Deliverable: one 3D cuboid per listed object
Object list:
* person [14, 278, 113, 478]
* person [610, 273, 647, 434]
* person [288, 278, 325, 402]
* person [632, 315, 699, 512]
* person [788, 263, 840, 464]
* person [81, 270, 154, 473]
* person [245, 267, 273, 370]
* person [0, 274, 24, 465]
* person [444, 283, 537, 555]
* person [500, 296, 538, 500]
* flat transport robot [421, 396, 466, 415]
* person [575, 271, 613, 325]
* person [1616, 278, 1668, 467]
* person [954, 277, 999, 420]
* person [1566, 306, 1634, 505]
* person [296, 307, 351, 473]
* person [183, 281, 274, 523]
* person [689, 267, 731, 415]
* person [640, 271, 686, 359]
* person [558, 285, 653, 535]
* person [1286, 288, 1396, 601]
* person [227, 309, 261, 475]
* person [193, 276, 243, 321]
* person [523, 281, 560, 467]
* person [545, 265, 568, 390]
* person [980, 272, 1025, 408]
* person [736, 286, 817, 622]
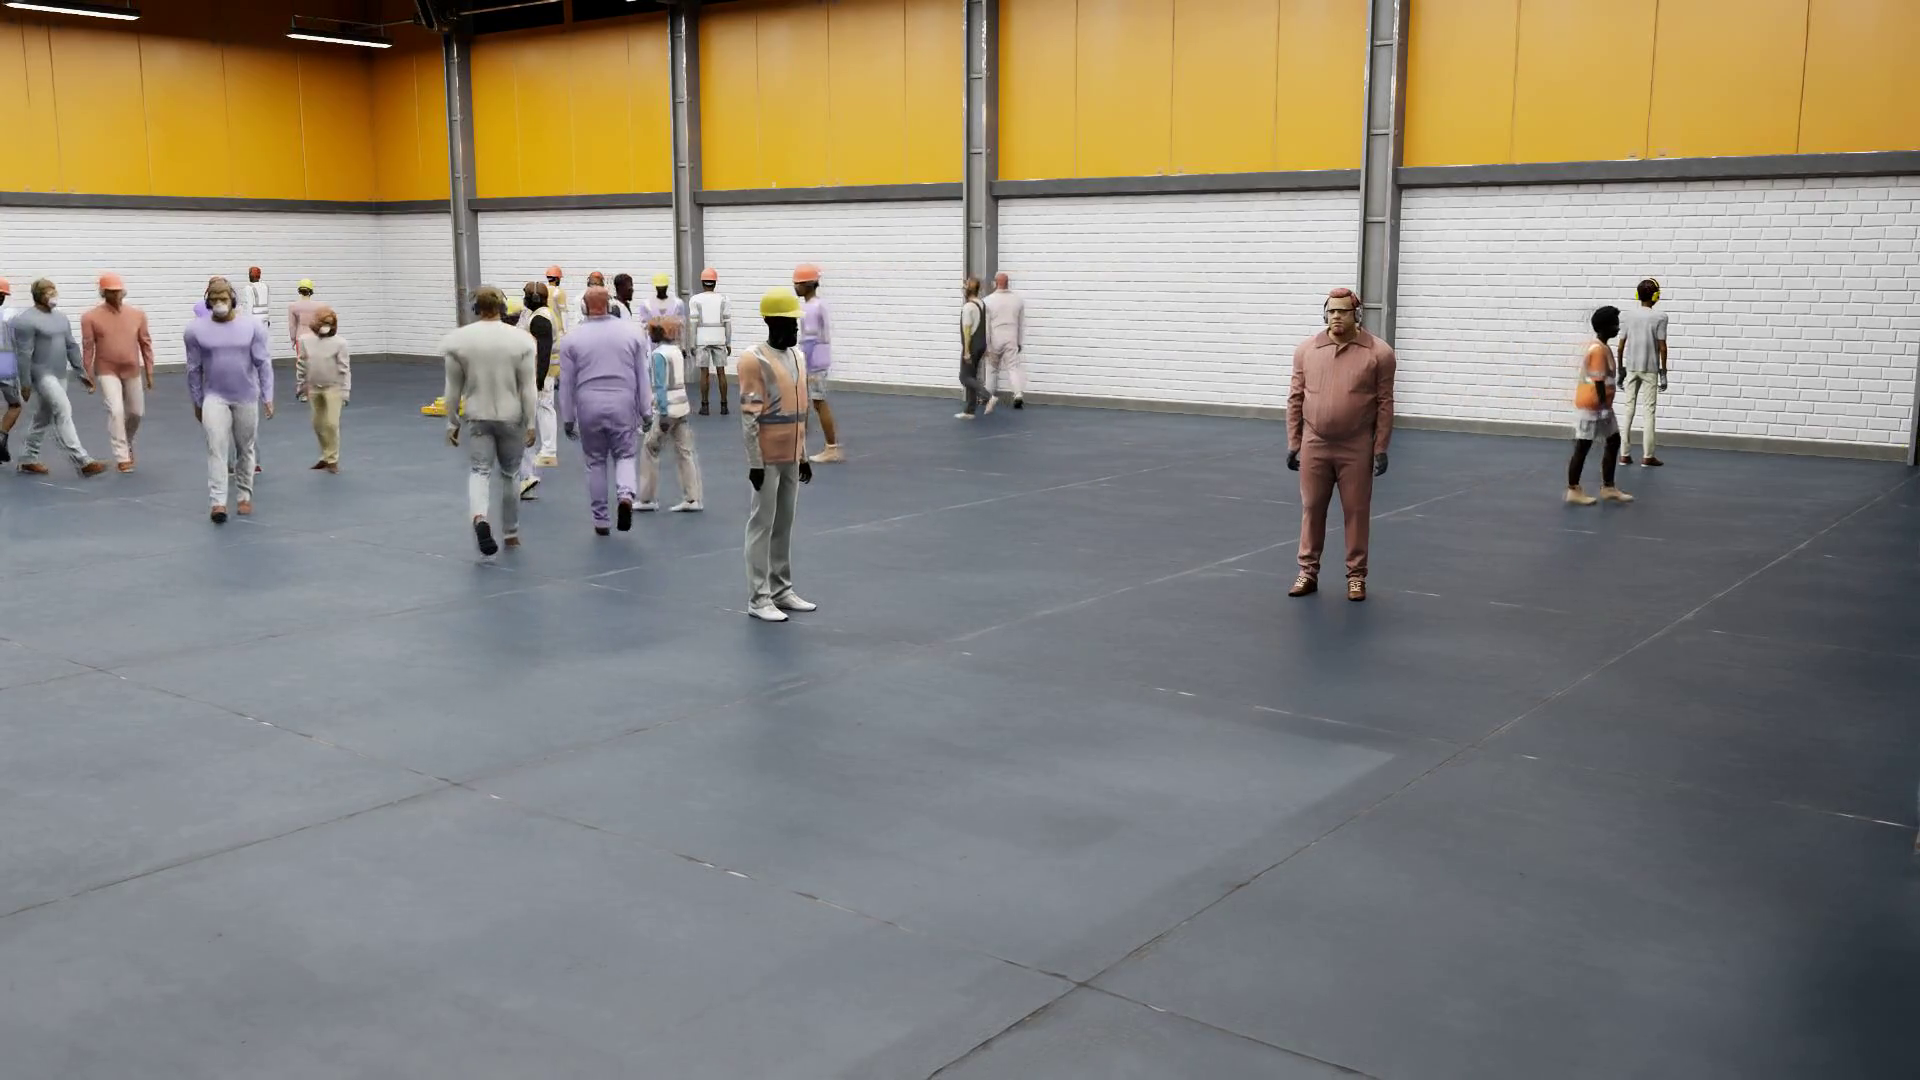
[{"bbox_3d":[-8.570,-1.526,15.747,1.025,1.885,0.633,1,10,4],"label":"person"},{"bbox_3d":[-4.001,-2.159,19.400,0.694,1.901,0.597,0,10,1],"label":"person"},{"bbox_3d":[-9.338,-2.862,23.866,0.525,1.769,0.315,-3,10,-14],"label":"person"},{"bbox_3d":[-2.459,-1.021,13.567,0.712,1.608,0.543,2,10,12],"label":"person"},{"bbox_3d":[-1.576,-1.757,16.698,0.802,2.014,0.651,0,10,0],"label":"person"},{"bbox_3d":[-8.256,-1.659,16.288,0.632,1.965,0.826,-9,13,-42],"label":"person"},{"bbox_3d":[-12.724,-3.999,30.148,0.355,1.883,0.575,3,10,17],"label":"person"},{"bbox_3d":[-9.587,-1.674,16.511,0.639,1.914,0.513,-2,10,-9],"label":"person"},{"bbox_3d":[-3.265,-0.824,11.594,0.637,1.920,0.810,-1,10,-8],"label":"person"},{"bbox_3d":[-3.838,-1.195,14.206,0.369,1.752,0.551,2,10,9],"label":"person"},{"bbox_3d":[-6.367,-1.821,22.149,0.652,0.197,1.431,8,12,37],"label":"flat transport robot"},{"bbox_3d":[-4.893,-2.671,22.404,0.572,1.886,0.354,-4,11,-24],"label":"person"},{"bbox_3d":[6.815,-1.667,16.602,0.330,1.874,0.518,-9,13,-43],"label":"person"},{"bbox_3d":[0.218,-2.419,21.108,0.606,1.829,0.513,6,11,30],"label":"person"},{"bbox_3d":[5.422,-1.108,13.887,0.654,1.673,0.557,5,11,26],"label":"person"},{"bbox_3d":[-6.131,-1.450,16.103,0.572,1.602,0.517,1,10,5],"label":"person"},{"bbox_3d":[-5.779,-1.090,13.190,0.648,1.888,0.997,-4,10,-21],"label":"person"},{"bbox_3d":[-3.285,-2.610,21.897,0.549,1.936,0.376,-3,10,-16],"label":"person"},{"bbox_3d":[-3.914,-2.604,21.984,0.589,1.907,0.636,-2,10,-10],"label":"person"},{"bbox_3d":[-2.639,-0.953,12.405,0.685,1.881,0.560,-3,10,-15],"label":"person"},{"bbox_3d":[2.307,-0.582,10.181,0.651,1.907,0.409,4,11,23],"label":"person"},{"bbox_3d":[-6.953,-1.433,15.933,0.497,1.632,0.289,-7,12,-34],"label":"person"},{"bbox_3d":[-8.930,-2.257,20.120,0.569,1.840,0.374,-2,10,-11],"label":"person"},{"bbox_3d":[-4.197,-1.653,16.605,0.429,1.842,0.636,-2,10,-11],"label":"person"},{"bbox_3d":[-6.309,-3.301,25.921,0.549,1.936,0.377,5,11,28],"label":"person"},{"bbox_3d":[0.592,-2.749,22.918,0.658,1.870,0.941,-3,10,-20],"label":"person"},{"bbox_3d":[-1.049,-0.504,9.665,0.380,1.928,0.586,5,11,28],"label":"person"}]
